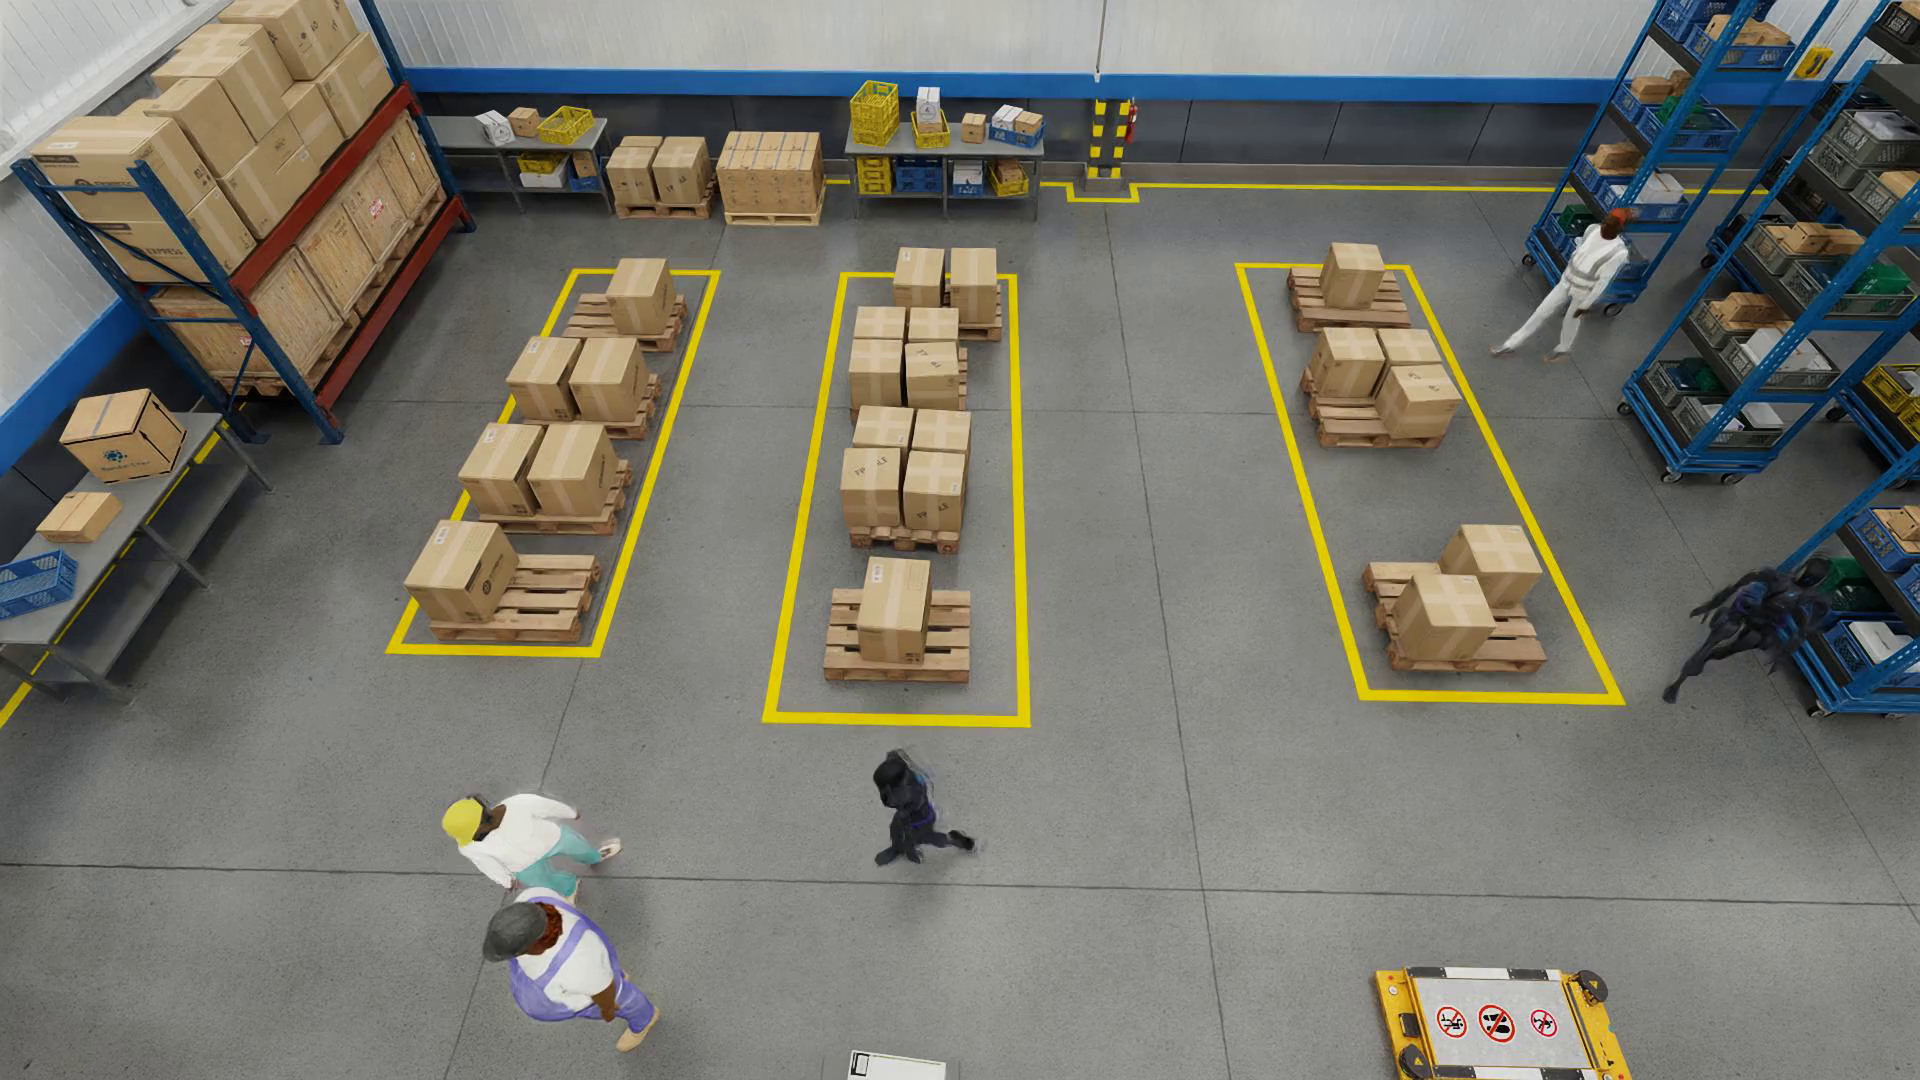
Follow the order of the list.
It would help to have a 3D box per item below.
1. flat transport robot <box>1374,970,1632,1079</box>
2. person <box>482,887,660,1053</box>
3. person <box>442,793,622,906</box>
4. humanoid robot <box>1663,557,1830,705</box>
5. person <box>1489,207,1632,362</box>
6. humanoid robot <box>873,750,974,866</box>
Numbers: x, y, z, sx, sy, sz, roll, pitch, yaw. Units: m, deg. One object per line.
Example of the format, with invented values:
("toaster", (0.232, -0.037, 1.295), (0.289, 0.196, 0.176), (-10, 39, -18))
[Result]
("flat transport robot", (3.501, 3.133, 5.914), (1.431, 0.197, 0.652), (1, 51, 1))
("person", (-2.243, 2.521, 5.288), (0.682, 2.000, 0.536), (37, 60, 26))
("person", (-2.726, 1.956, 5.966), (0.714, 1.704, 0.314), (-36, 59, -26))
("humanoid robot", (6.070, 0.674, 7.059), (0.612, 1.627, 0.767), (32, 58, 23))
("person", (6.412, -2.629, 9.619), (0.884, 1.836, 0.598), (-10, 52, -8))
("humanoid robot", (-0.259, 1.781, 6.150), (0.680, 1.613, 0.631), (-15, 52, -12))
